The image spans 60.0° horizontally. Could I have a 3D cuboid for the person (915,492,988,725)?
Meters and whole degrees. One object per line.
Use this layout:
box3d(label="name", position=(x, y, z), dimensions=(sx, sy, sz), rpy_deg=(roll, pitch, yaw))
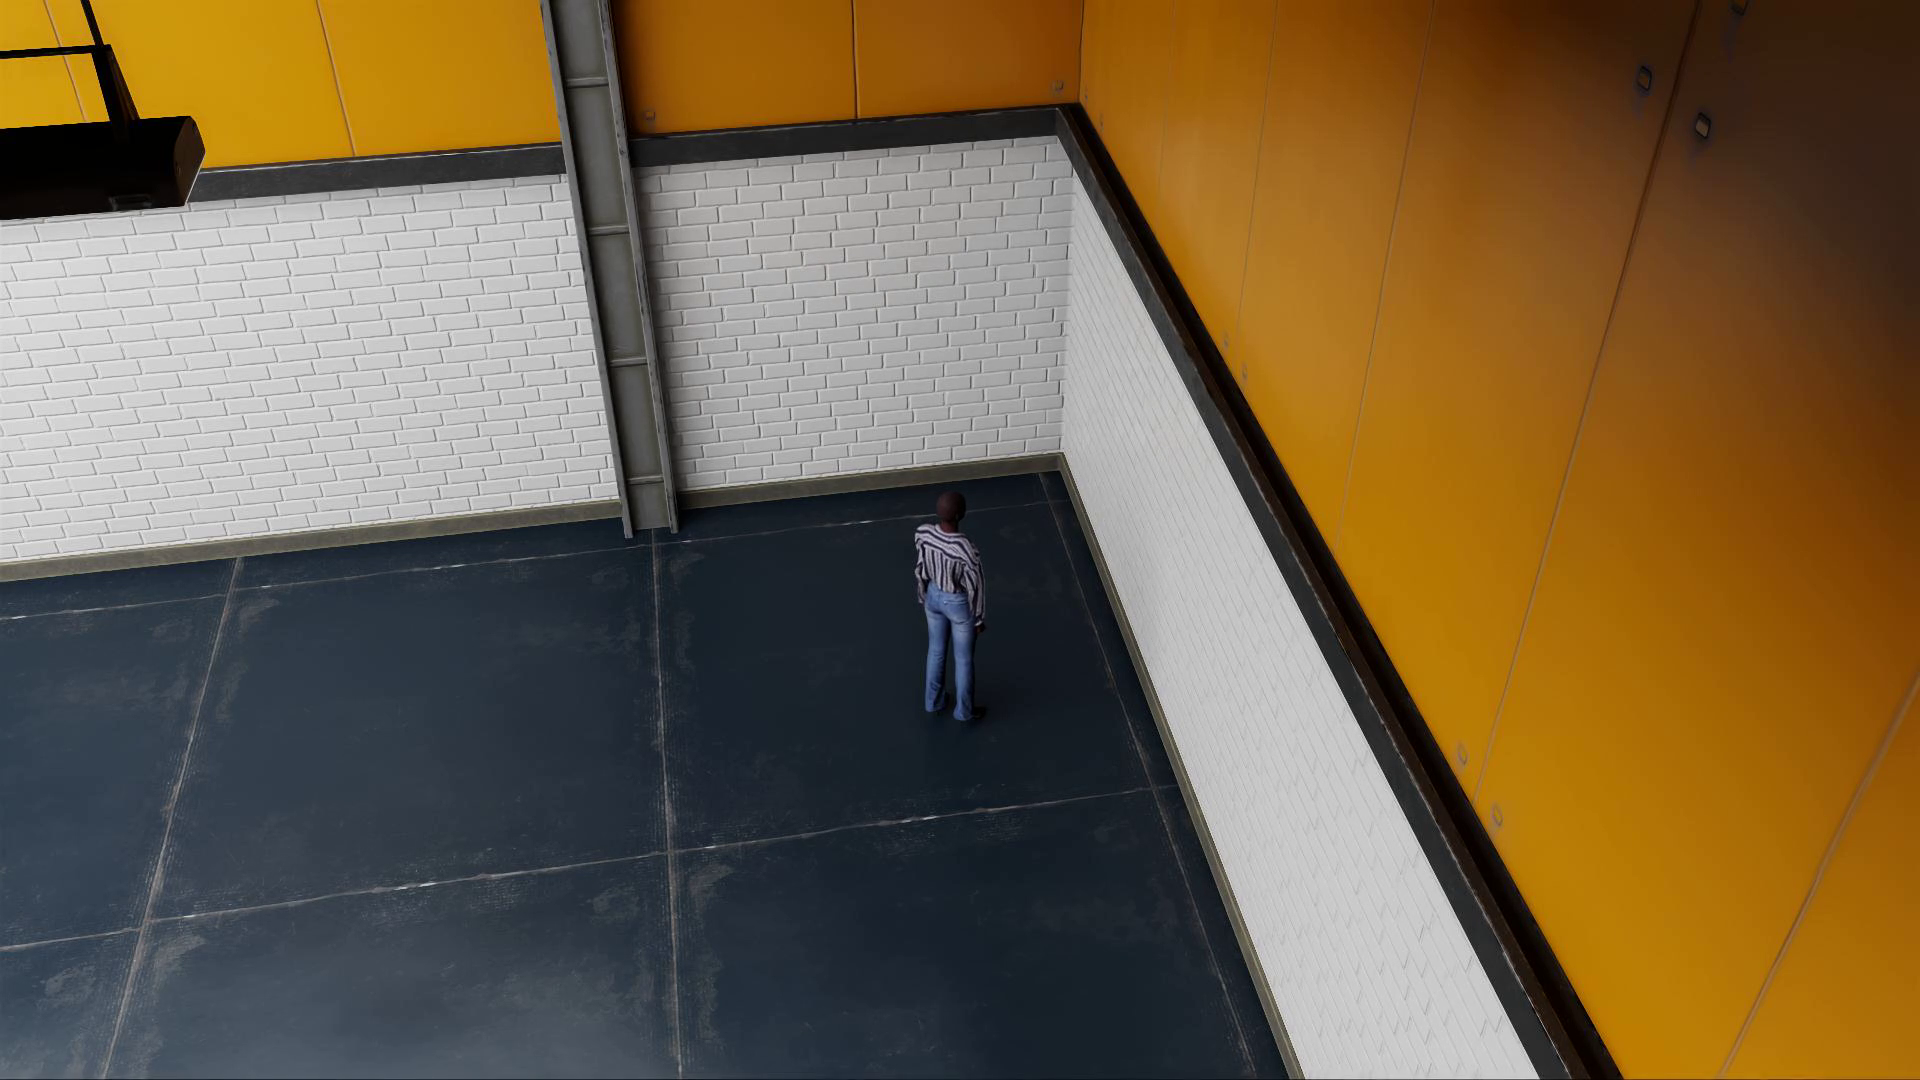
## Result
box3d(label="person", position=(-0.053, 0.433, 10.362), dimensions=(0.685, 1.796, 0.751), rpy_deg=(23, 44, 26))
